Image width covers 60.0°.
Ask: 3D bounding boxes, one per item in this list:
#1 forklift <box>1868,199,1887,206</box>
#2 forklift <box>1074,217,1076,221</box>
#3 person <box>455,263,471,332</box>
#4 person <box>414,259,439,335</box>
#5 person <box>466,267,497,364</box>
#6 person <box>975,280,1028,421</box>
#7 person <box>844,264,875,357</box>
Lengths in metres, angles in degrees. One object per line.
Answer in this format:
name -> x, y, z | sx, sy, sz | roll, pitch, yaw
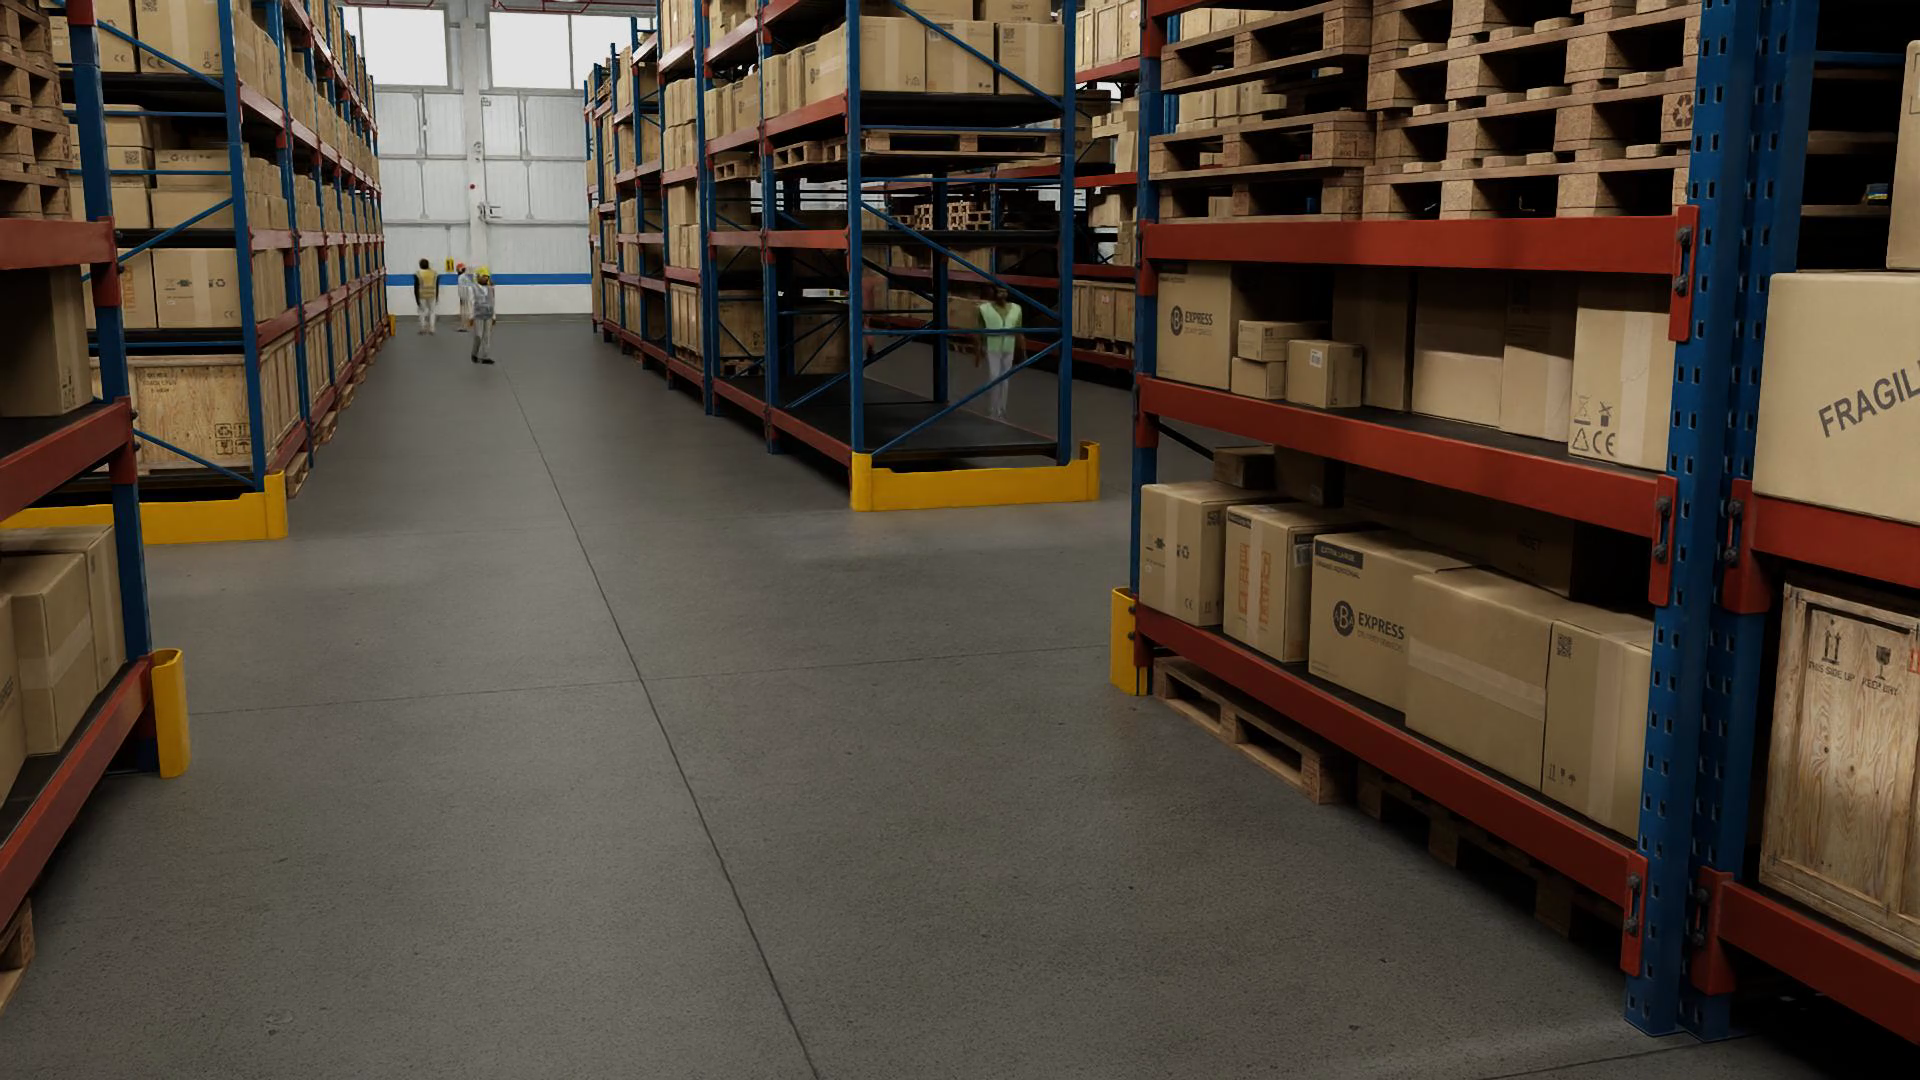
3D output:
forklift -> 11.338, -2.915, 21.052 | 1.129, 2.768, 1.873 | -3, 11, -17
forklift -> 2.600, -6.246, 39.310 | 1.129, 2.768, 1.873 | -3, 11, -17
person -> -12.115, -5.964, 40.958 | 0.658, 1.712, 0.604 | 0, 10, 2
person -> -12.860, -5.845, 40.022 | 0.634, 1.824, 0.695 | -7, 13, -35
person -> -8.850, -4.132, 30.710 | 0.476, 1.795, 0.627 | 6, 12, 31
person -> 0.526, -2.271, 20.419 | 0.574, 1.816, 0.716 | -4, 11, -22
person -> -1.965, -4.543, 32.743 | 0.653, 1.875, 0.900 | -5, 11, -25
